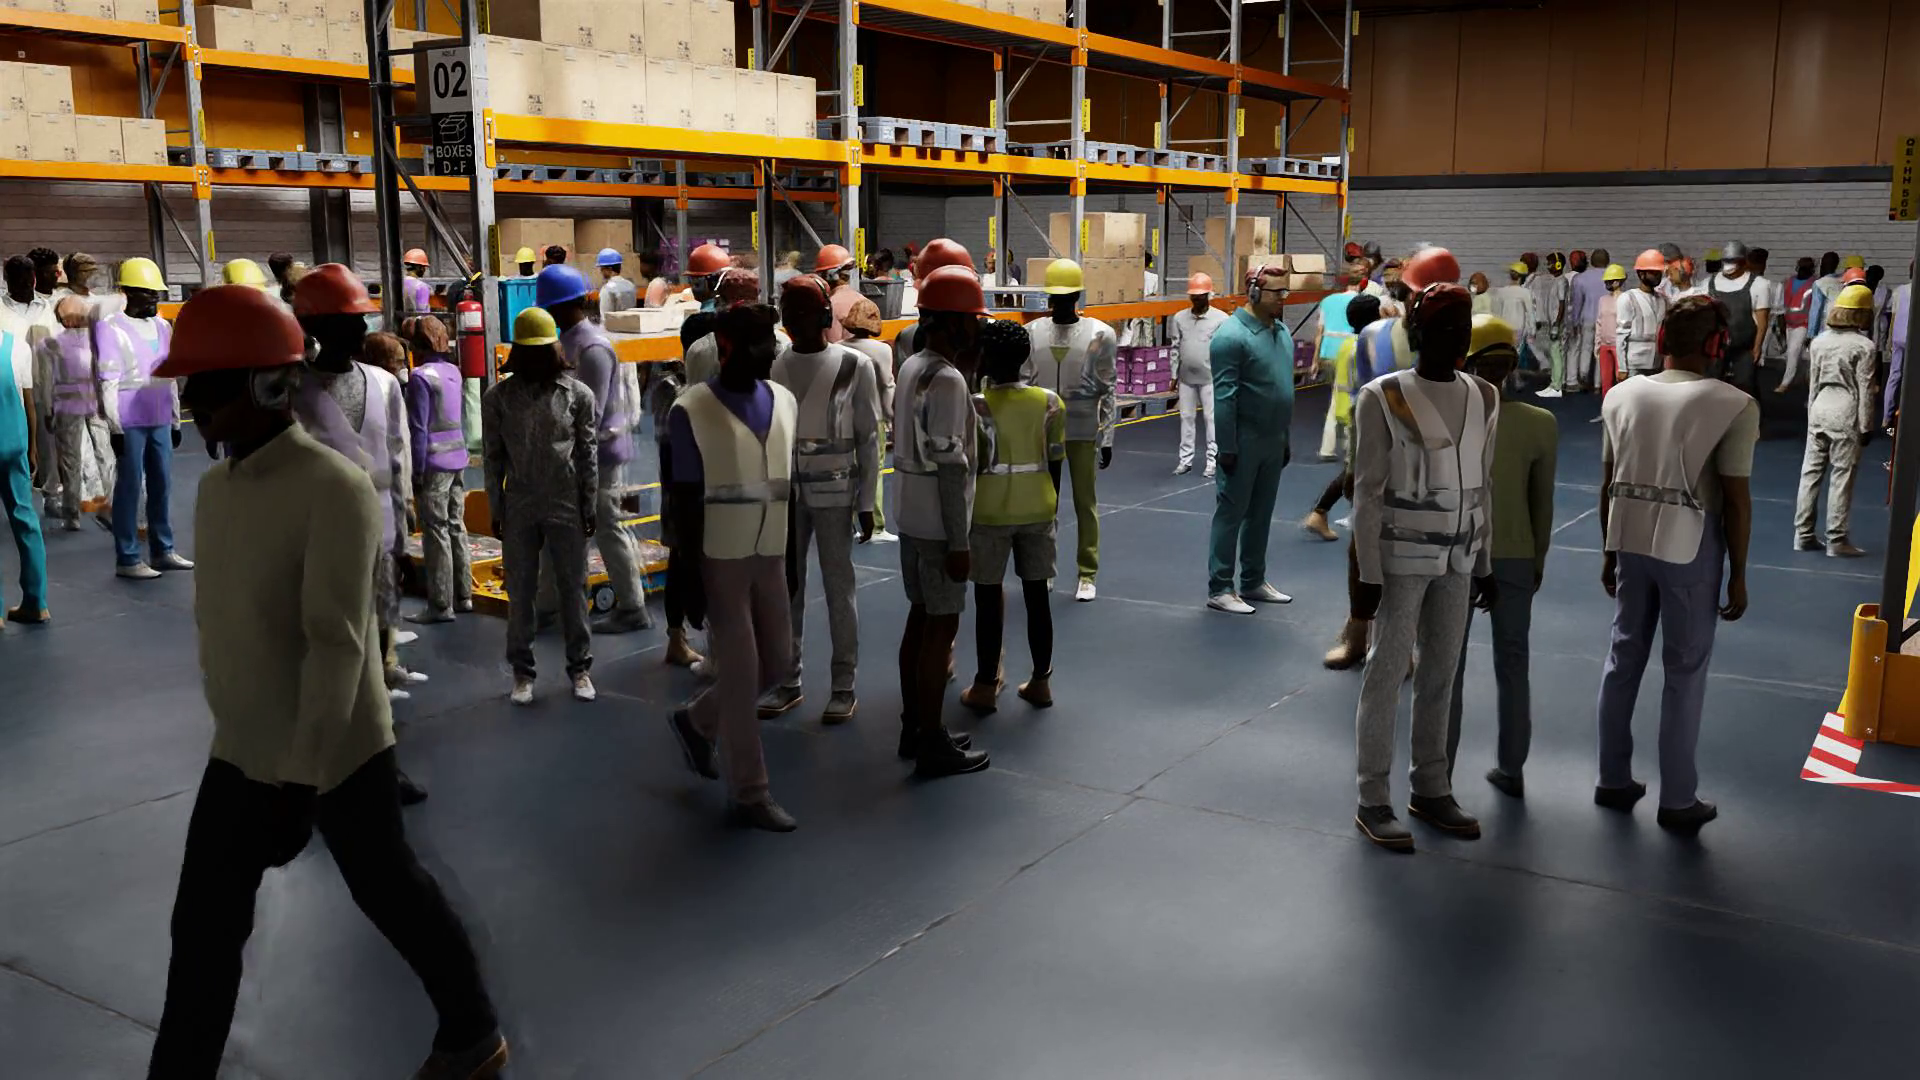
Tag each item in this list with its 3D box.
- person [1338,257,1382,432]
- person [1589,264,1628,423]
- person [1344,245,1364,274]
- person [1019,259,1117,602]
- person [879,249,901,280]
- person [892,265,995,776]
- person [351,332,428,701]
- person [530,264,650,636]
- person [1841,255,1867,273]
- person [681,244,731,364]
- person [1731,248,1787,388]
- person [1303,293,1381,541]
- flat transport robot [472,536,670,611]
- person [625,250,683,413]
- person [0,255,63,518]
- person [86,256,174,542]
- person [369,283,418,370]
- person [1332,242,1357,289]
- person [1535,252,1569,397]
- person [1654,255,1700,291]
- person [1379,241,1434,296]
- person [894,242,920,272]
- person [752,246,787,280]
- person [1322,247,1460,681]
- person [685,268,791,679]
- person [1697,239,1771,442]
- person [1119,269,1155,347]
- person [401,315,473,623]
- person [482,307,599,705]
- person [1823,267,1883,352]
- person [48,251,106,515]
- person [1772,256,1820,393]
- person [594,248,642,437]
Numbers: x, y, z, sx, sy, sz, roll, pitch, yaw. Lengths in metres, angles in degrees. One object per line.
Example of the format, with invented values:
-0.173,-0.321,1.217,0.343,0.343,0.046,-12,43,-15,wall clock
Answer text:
4.188,-2.040,17.487,0.429,1.841,0.633,9,14,42,person
7.150,-2.131,18.229,0.341,1.756,0.518,-4,11,-23,person
6.458,-3.841,27.199,0.550,1.935,0.375,-10,14,-42,person
0.584,-0.610,9.352,0.586,1.920,0.397,3,11,18,person
-1.041,-3.313,24.387,0.554,1.893,0.645,-2,10,-12,person
-0.059,-0.069,6.329,0.388,1.930,0.544,-3,11,-17,person
-2.558,-0.106,7.379,0.297,1.624,0.497,0,10,2,person
-1.901,-0.434,8.412,0.672,1.906,0.633,-8,13,-36,person
12.166,-2.969,22.688,0.403,1.824,0.594,4,11,23,person
-1.380,-0.661,9.418,0.393,1.995,0.612,5,11,27,person
8.853,-2.268,18.505,0.655,1.919,0.966,8,13,38,person
2.667,-0.815,11.157,0.663,1.672,0.547,0,10,-1,person
-1.984,0.191,9.474,0.652,0.197,1.431,8,13,37,flat transport robot
-3.500,-2.408,19.347,1.012,1.914,0.616,-2,10,-12,person
-6.704,-1.080,11.970,0.392,1.915,0.590,8,13,36,person
-5.503,-0.932,11.128,0.644,1.921,0.433,5,11,25,person
-4.677,-1.300,13.773,0.475,1.701,0.817,0,10,-2,person
6.636,-4.097,28.492,0.612,1.986,0.407,-4,11,-23,person
7.687,-2.778,21.519,0.329,1.865,0.511,3,11,14,person
8.209,-2.350,19.164,0.666,1.859,0.801,2,10,10,person
4.145,-1.676,14.916,0.693,2.000,0.807,-7,12,-34,person
-1.038,-4.389,30.104,0.667,1.994,0.981,8,13,37,person
-2.751,-3.333,24.399,0.627,1.933,0.371,-2,11,-13,person
2.027,-0.322,7.546,0.669,1.993,0.516,9,14,41,person
-1.016,-0.303,7.724,0.652,1.896,0.402,-9,14,-42,person
7.691,-1.990,16.658,0.743,2.000,0.668,7,12,33,person
2.890,-3.684,26.764,0.999,1.788,0.625,-3,11,-16,person
-2.785,-0.379,8.870,0.313,1.631,0.524,1,10,6,person
-1.815,-0.141,7.257,0.484,1.738,0.321,-2,10,-13,person
8.962,-1.871,16.791,0.575,1.749,0.336,0,10,1,person
-6.486,-1.162,12.351,0.377,1.940,0.628,1,10,4,person
11.182,-2.867,22.145,0.694,1.817,0.652,-5,12,-27,person
-3.537,-2.028,17.162,0.418,1.939,0.608,4,11,20,person
